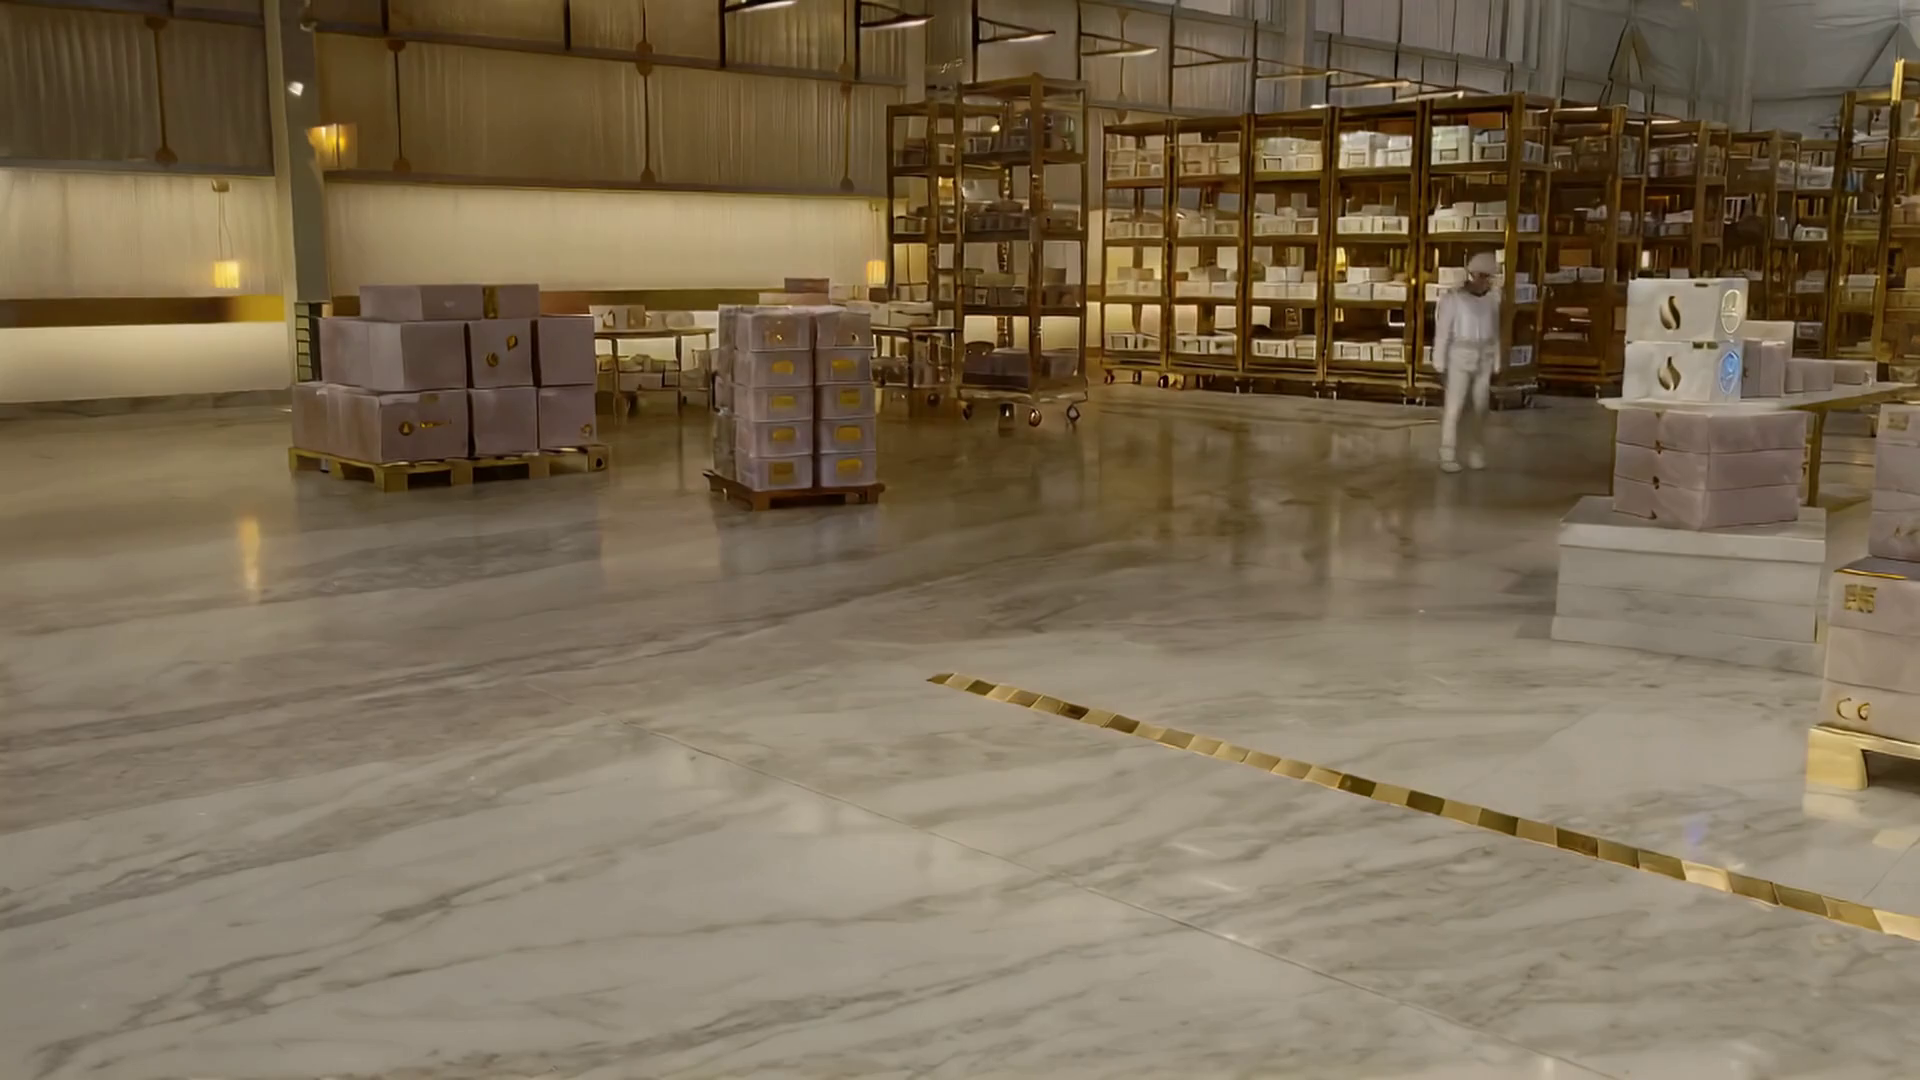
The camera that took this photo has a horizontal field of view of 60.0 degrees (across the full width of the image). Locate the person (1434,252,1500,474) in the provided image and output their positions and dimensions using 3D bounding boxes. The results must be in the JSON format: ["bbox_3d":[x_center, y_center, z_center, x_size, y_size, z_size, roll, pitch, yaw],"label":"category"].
[{"bbox_3d":[4.158,-1.459,13.678,0.671,1.797,0.612,-3,10,-17],"label":"person"}]
